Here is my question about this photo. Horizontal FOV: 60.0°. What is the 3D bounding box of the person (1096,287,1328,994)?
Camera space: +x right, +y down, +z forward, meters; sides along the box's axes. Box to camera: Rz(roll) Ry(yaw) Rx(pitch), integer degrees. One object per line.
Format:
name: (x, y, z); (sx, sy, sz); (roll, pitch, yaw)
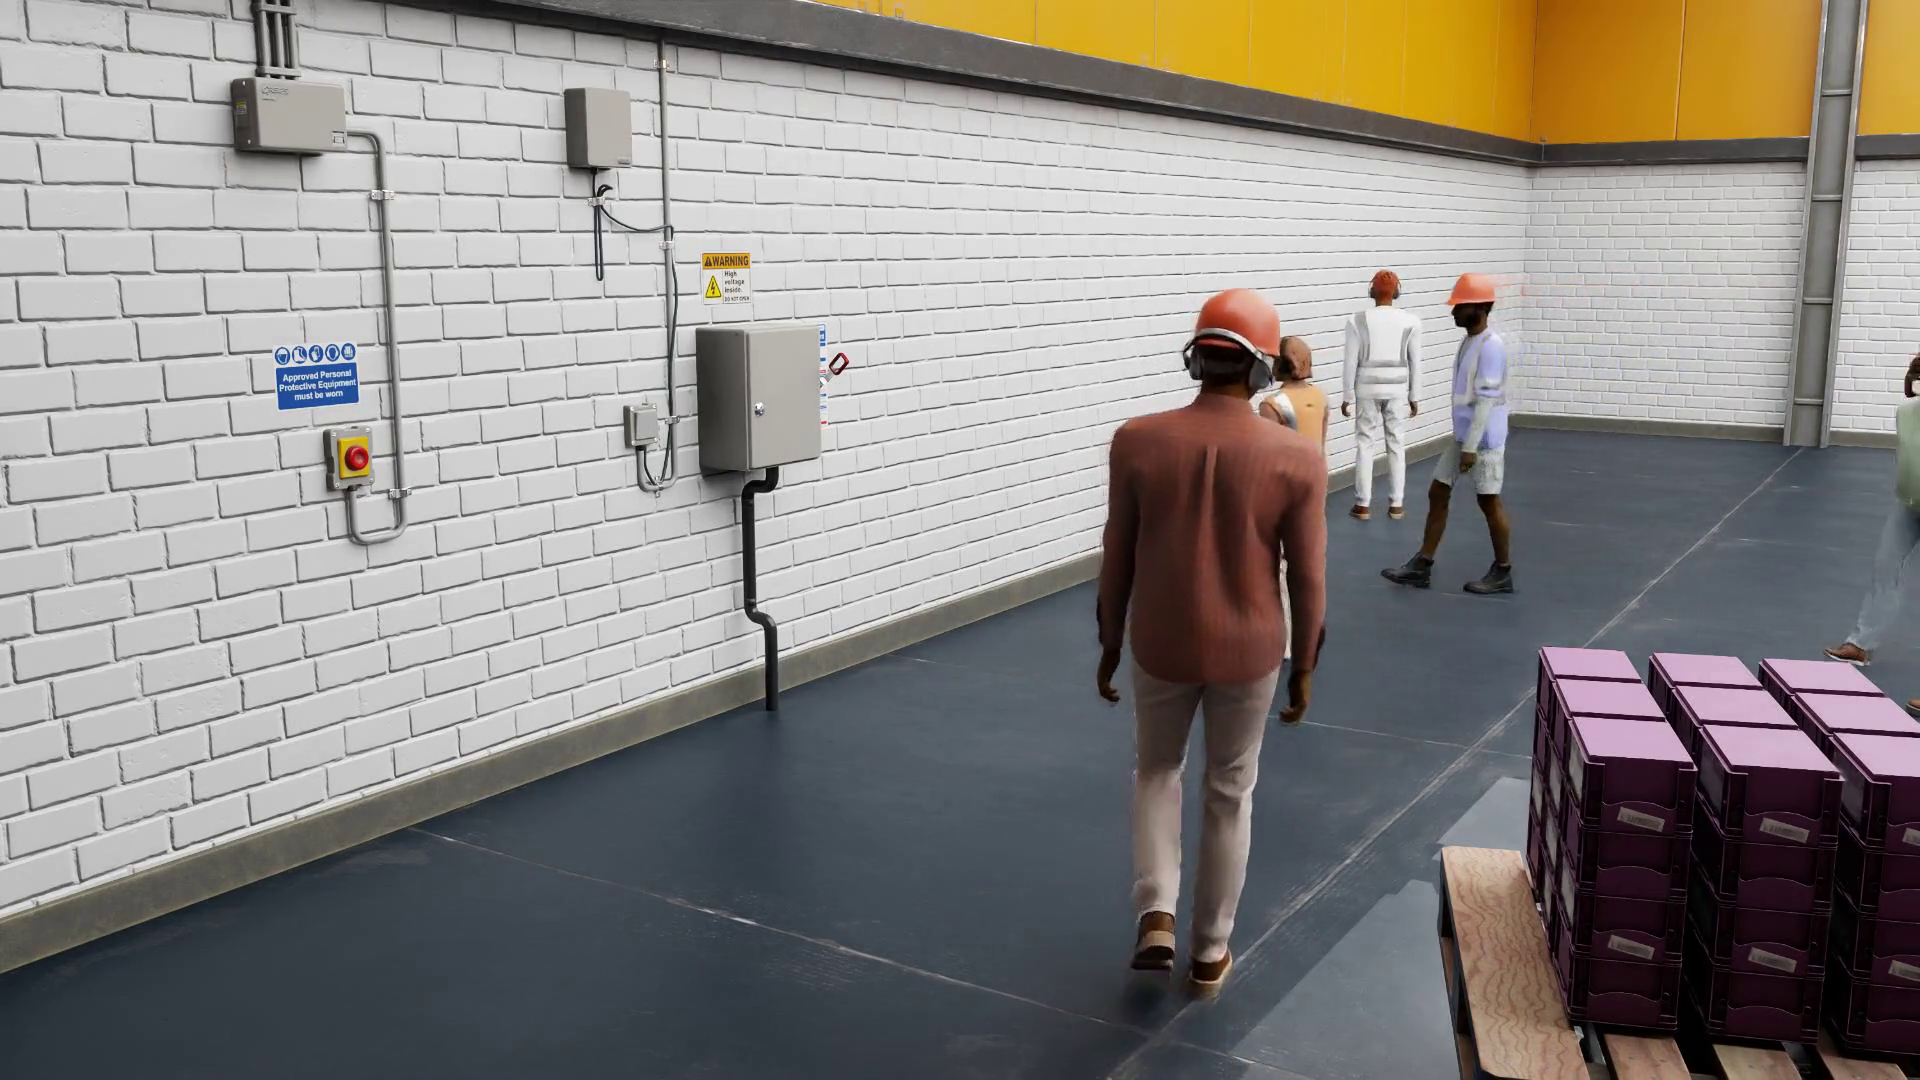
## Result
person: (0.693, 0.297, 4.610); (0.635, 1.973, 0.434); (3, 11, 15)

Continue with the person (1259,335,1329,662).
person: (1.651, -0.203, 8.330); (0.526, 1.634, 0.318); (-9, 14, -41)

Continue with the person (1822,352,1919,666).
person: (4.732, -0.145, 8.137); (0.908, 1.583, 0.512); (-3, 11, -15)

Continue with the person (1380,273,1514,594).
person: (2.925, -0.611, 9.839); (0.890, 1.899, 0.571); (-1, 10, -3)

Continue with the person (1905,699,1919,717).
person: (4.331, -0.125, 7.025); (0.406, 1.942, 0.614); (2, 10, 9)

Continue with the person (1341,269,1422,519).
person: (3.175, -1.092, 12.552); (0.584, 1.882, 0.337); (1, 10, 4)
